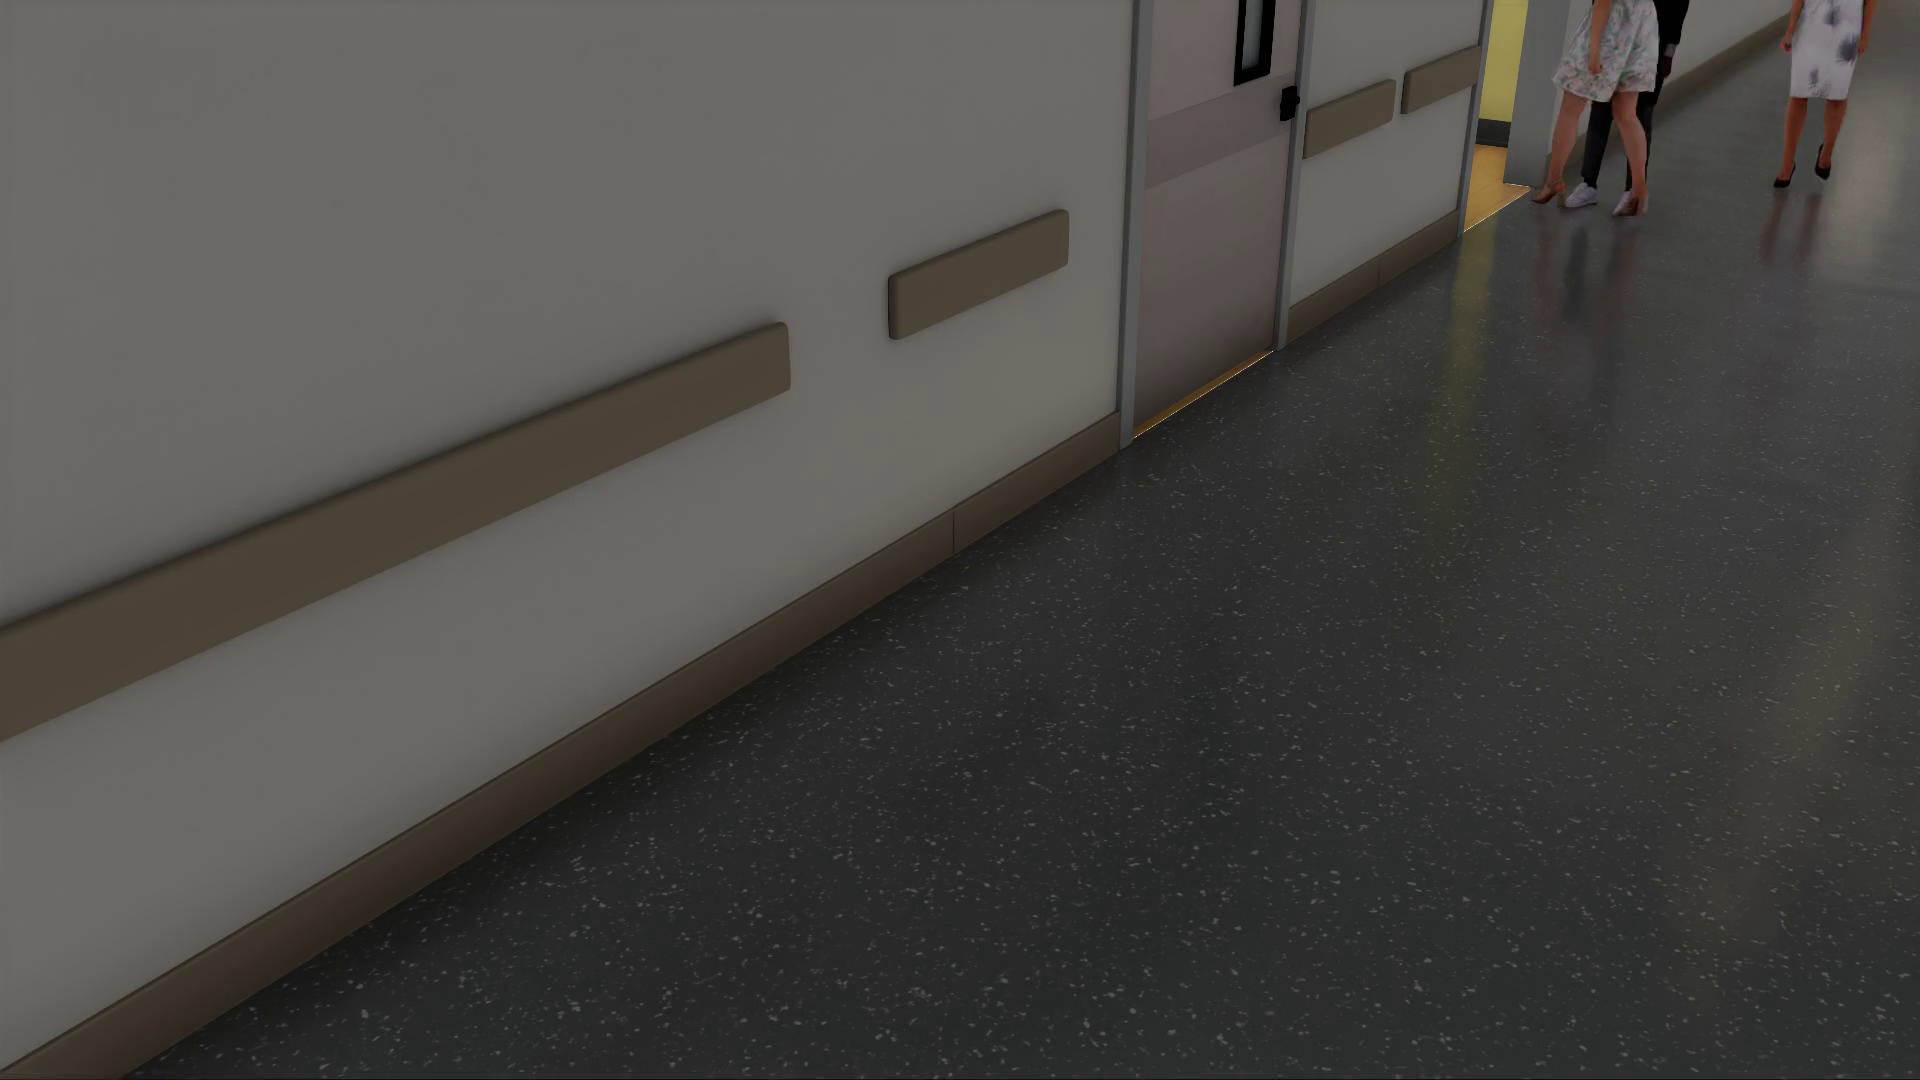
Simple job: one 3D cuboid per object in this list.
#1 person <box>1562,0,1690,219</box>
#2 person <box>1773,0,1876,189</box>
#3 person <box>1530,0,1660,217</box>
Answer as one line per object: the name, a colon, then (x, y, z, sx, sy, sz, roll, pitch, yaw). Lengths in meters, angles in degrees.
person: (3.590, -2.626, 8.853, 0.525, 1.762, 0.732, 22, 33, 37)
person: (4.925, -2.898, 9.440, 0.542, 1.741, 0.631, 16, 30, 30)
person: (3.486, -2.532, 8.678, 0.899, 1.744, 1.061, -13, 28, -24)
